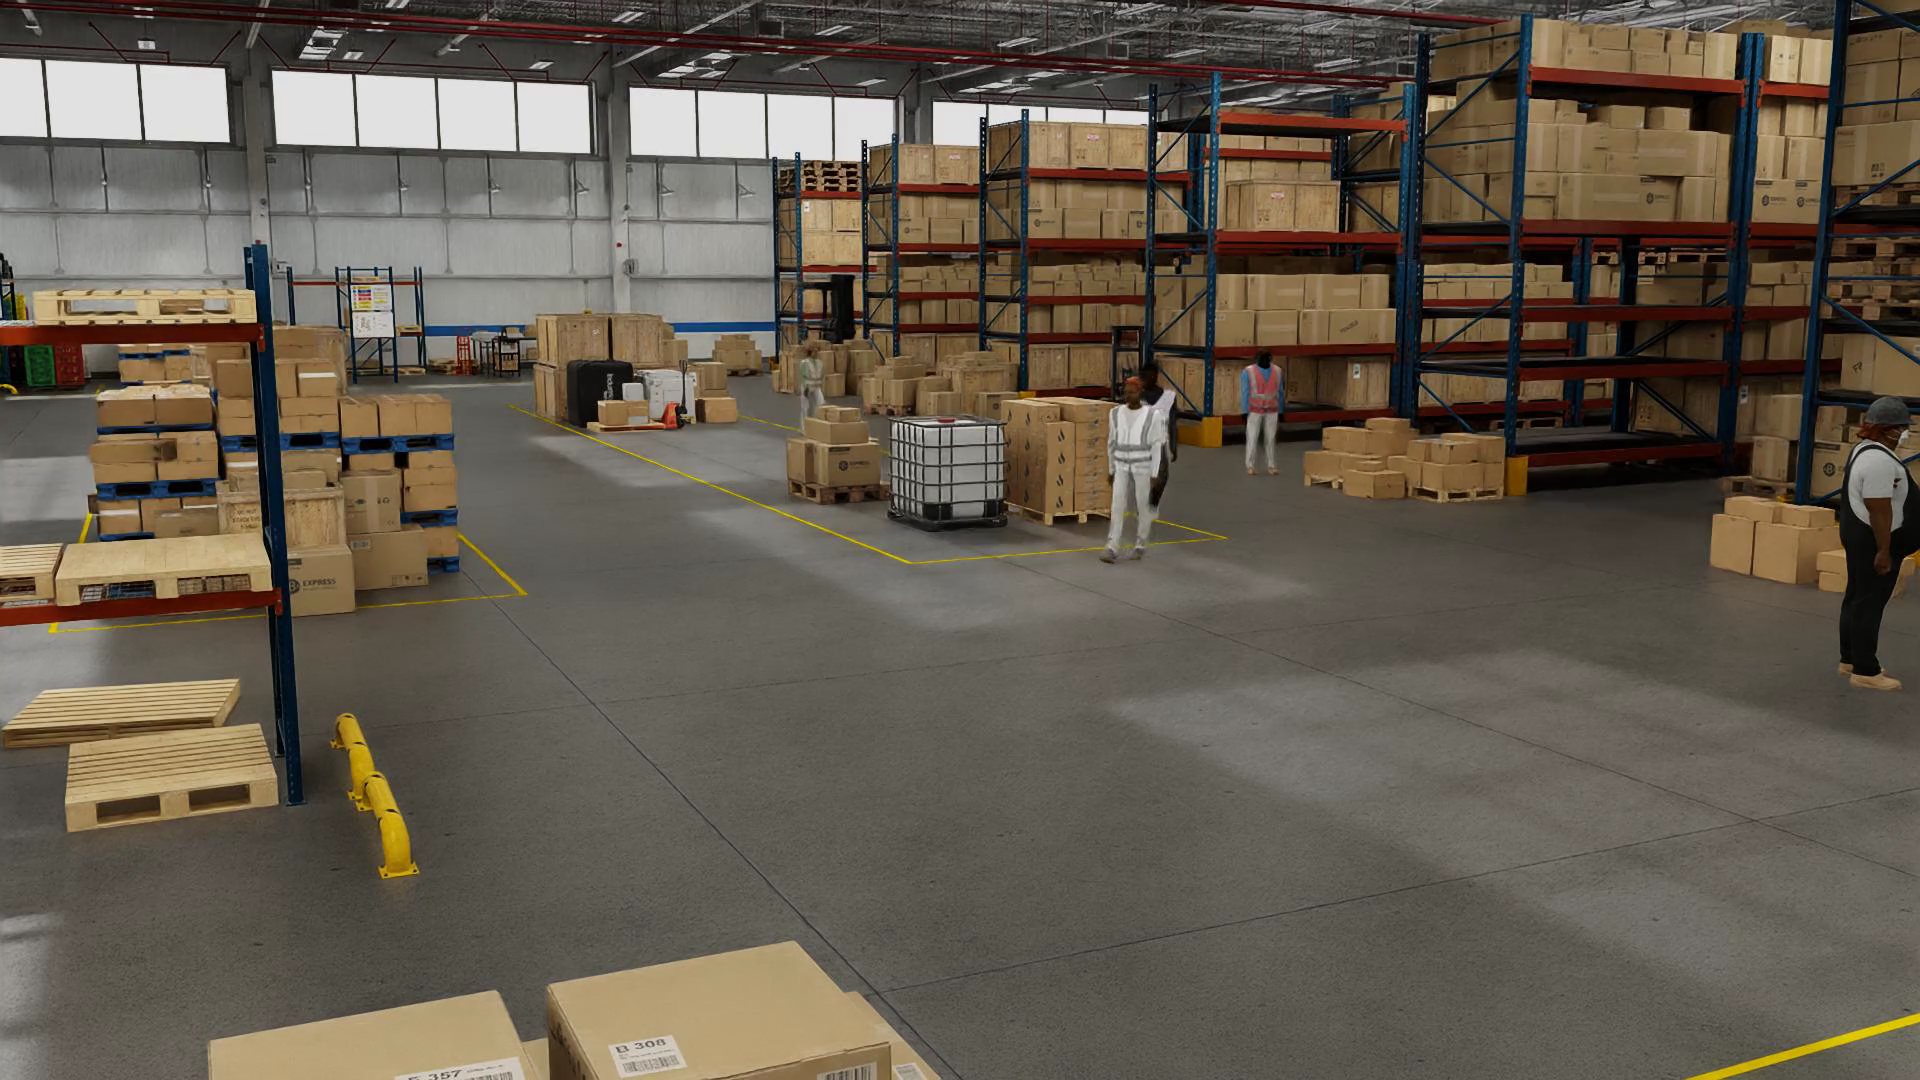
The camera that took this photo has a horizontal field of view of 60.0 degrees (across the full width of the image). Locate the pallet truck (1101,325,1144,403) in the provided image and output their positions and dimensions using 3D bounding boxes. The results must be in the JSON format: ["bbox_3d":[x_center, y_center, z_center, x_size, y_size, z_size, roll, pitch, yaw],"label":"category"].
[{"bbox_3d":[2.881,-2.596,27.923,0.823,1.965,1.885,-1,9,-7],"label":"pallet truck"}]

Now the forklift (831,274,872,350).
[{"bbox_3d":[-3.006,-5.480,43.089,1.873,2.768,1.129,-4,10,-25],"label":"forklift"}]

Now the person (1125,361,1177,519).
[{"bbox_3d":[2.147,-1.085,18.854,0.607,1.898,0.602,0,9,-1],"label":"person"}]

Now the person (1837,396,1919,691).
[{"bbox_3d":[6.448,0.009,11.630,0.537,2.000,0.682,3,10,16],"label":"person"}]

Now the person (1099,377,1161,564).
[{"bbox_3d":[1.669,-0.669,16.424,0.611,1.843,0.924,5,10,27],"label":"person"}]

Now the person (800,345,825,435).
[{"bbox_3d":[-2.553,-2.610,29.226,0.536,1.610,0.768,-8,12,-40],"label":"person"}]

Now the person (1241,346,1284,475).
[{"bbox_3d":[4.316,-1.841,23.723,0.633,1.841,0.429,-1,9,-7],"label":"person"}]
